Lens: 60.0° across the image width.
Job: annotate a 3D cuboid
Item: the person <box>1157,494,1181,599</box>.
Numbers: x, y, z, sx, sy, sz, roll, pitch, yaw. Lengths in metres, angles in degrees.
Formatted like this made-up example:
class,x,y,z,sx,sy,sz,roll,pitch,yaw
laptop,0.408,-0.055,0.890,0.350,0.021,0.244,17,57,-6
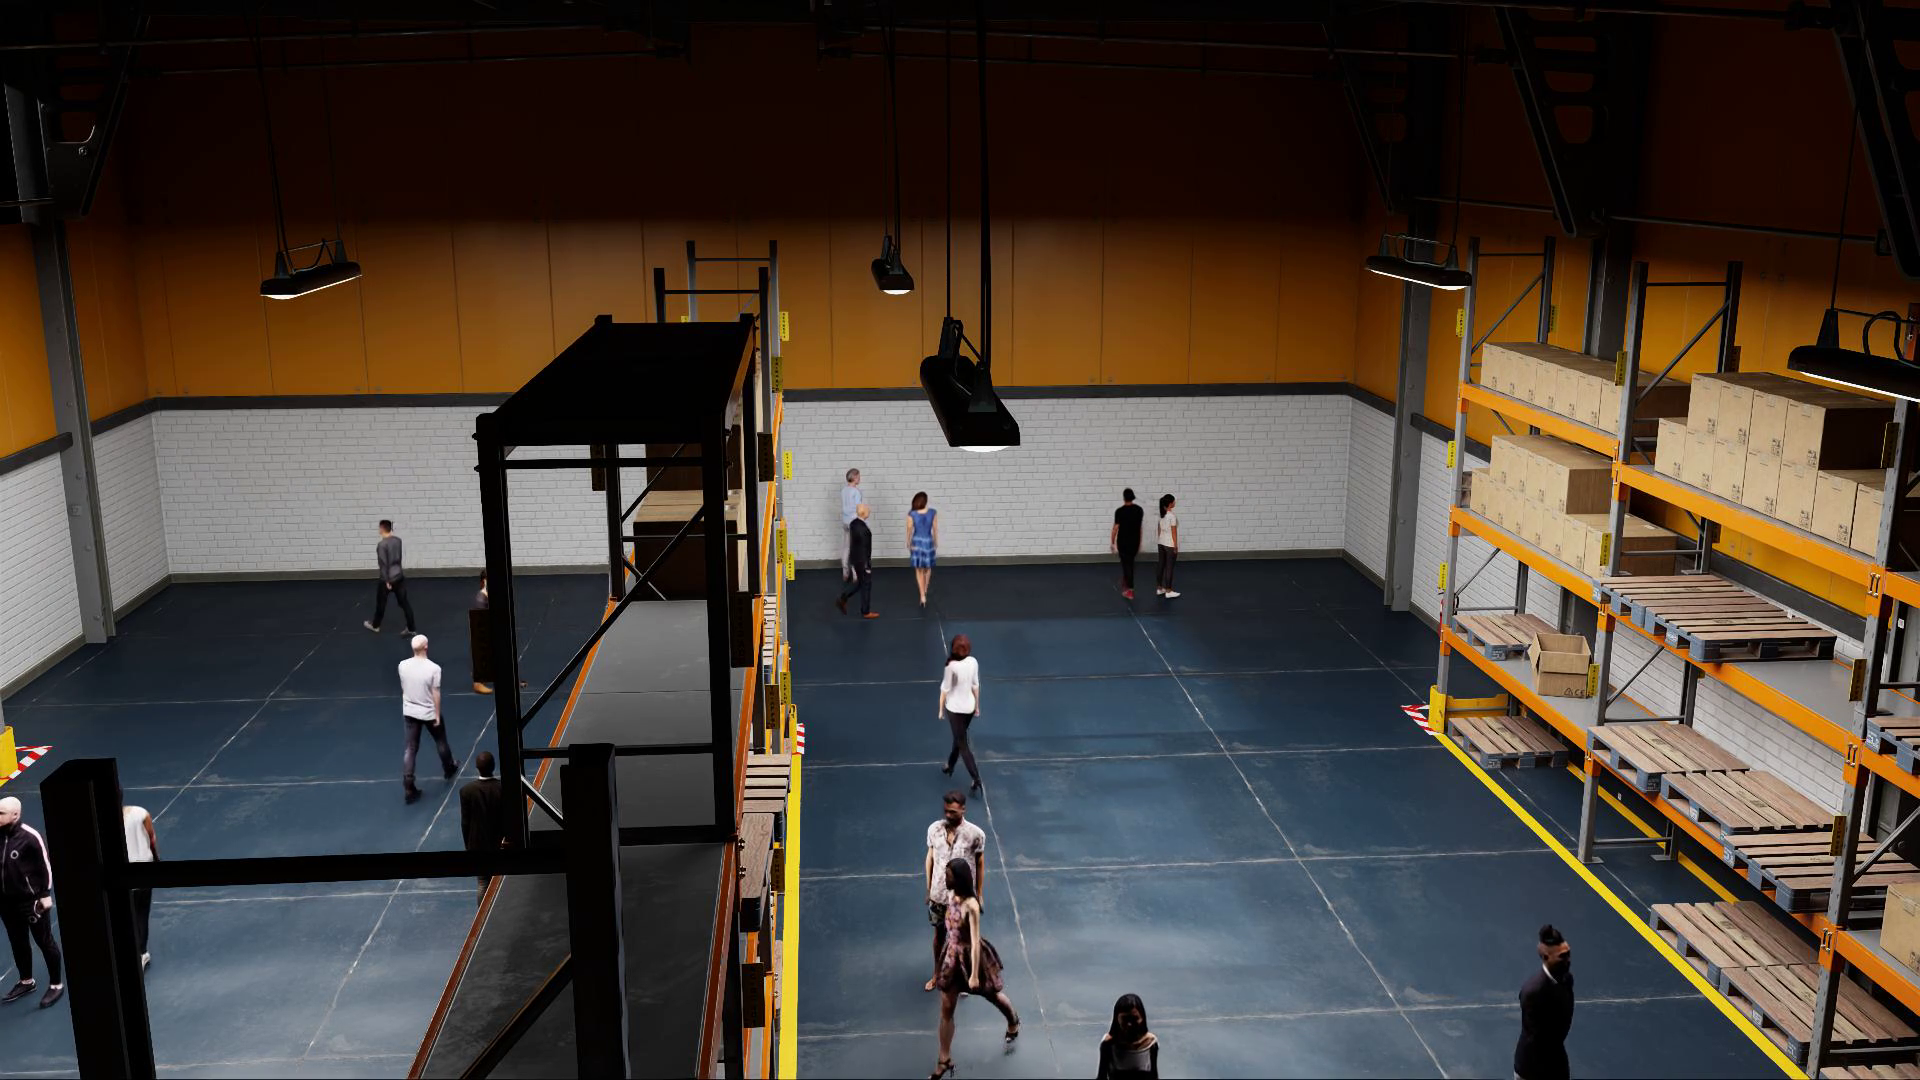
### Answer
class,x,y,z,sx,sy,sz,roll,pitch,yaw
person,3.289,0.077,26.416,0.702,1.646,0.587,-7,15,-28

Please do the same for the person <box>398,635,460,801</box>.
class,x,y,z,sx,sy,sz,roll,pitch,yaw
person,-5.970,1.973,18.299,0.839,1.782,1.259,2,14,7

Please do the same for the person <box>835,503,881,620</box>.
class,x,y,z,sx,sy,sz,roll,pitch,yaw
person,-1.564,0.330,25.068,0.903,1.790,0.932,-6,15,-22

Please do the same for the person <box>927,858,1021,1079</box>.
class,x,y,z,sx,sy,sz,roll,pitch,yaw
person,0.129,3.306,12.924,1.108,1.721,1.232,-10,17,-34

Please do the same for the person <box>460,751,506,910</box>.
class,x,y,z,sx,sy,sz,roll,pitch,yaw
person,-4.220,2.758,15.018,0.657,1.800,0.555,-2,14,-7

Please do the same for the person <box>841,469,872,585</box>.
class,x,y,z,sx,sy,sz,roll,pitch,yaw
person,-1.756,-0.239,27.205,0.813,1.889,0.702,-10,17,-35

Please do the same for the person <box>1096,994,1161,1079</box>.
class,x,y,z,sx,sy,sz,roll,pitch,yaw
person,1.083,3.779,10.858,0.645,1.774,0.630,-1,14,-3

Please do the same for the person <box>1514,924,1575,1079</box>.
class,x,y,z,sx,sy,sz,roll,pitch,yaw
person,3.933,3.541,11.512,1.060,1.927,1.228,-10,17,-37

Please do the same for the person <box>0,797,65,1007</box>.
class,x,y,z,sx,sy,sz,roll,pitch,yaw
person,-7.829,3.003,13.934,0.756,1.834,0.703,3,14,14

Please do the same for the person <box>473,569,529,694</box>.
class,x,y,z,sx,sy,sz,roll,pitch,yaw
person,-6.227,1.196,21.712,0.883,1.685,0.966,3,14,13

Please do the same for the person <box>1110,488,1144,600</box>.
class,x,y,z,sx,sy,sz,roll,pitch,yaw
person,2.682,0.078,26.248,0.808,1.723,1.092,-5,14,-19

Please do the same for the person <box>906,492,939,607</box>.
class,x,y,z,sx,sy,sz,roll,pitch,yaw
person,-0.551,0.173,25.737,0.759,1.780,0.986,-4,14,-15

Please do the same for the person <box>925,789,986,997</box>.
class,x,y,z,sx,sy,sz,roll,pitch,yaw
person,-0.050,2.960,14.153,0.744,1.815,0.710,4,14,17

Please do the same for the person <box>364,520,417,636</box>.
class,x,y,z,sx,sy,sz,roll,pitch,yaw
person,-8.187,0.587,24.169,1.096,1.712,1.150,7,15,28

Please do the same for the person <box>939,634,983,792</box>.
class,x,y,z,sx,sy,sz,roll,pitch,yaw
person,0.056,1.954,18.438,0.969,1.753,1.188,-9,16,-33
